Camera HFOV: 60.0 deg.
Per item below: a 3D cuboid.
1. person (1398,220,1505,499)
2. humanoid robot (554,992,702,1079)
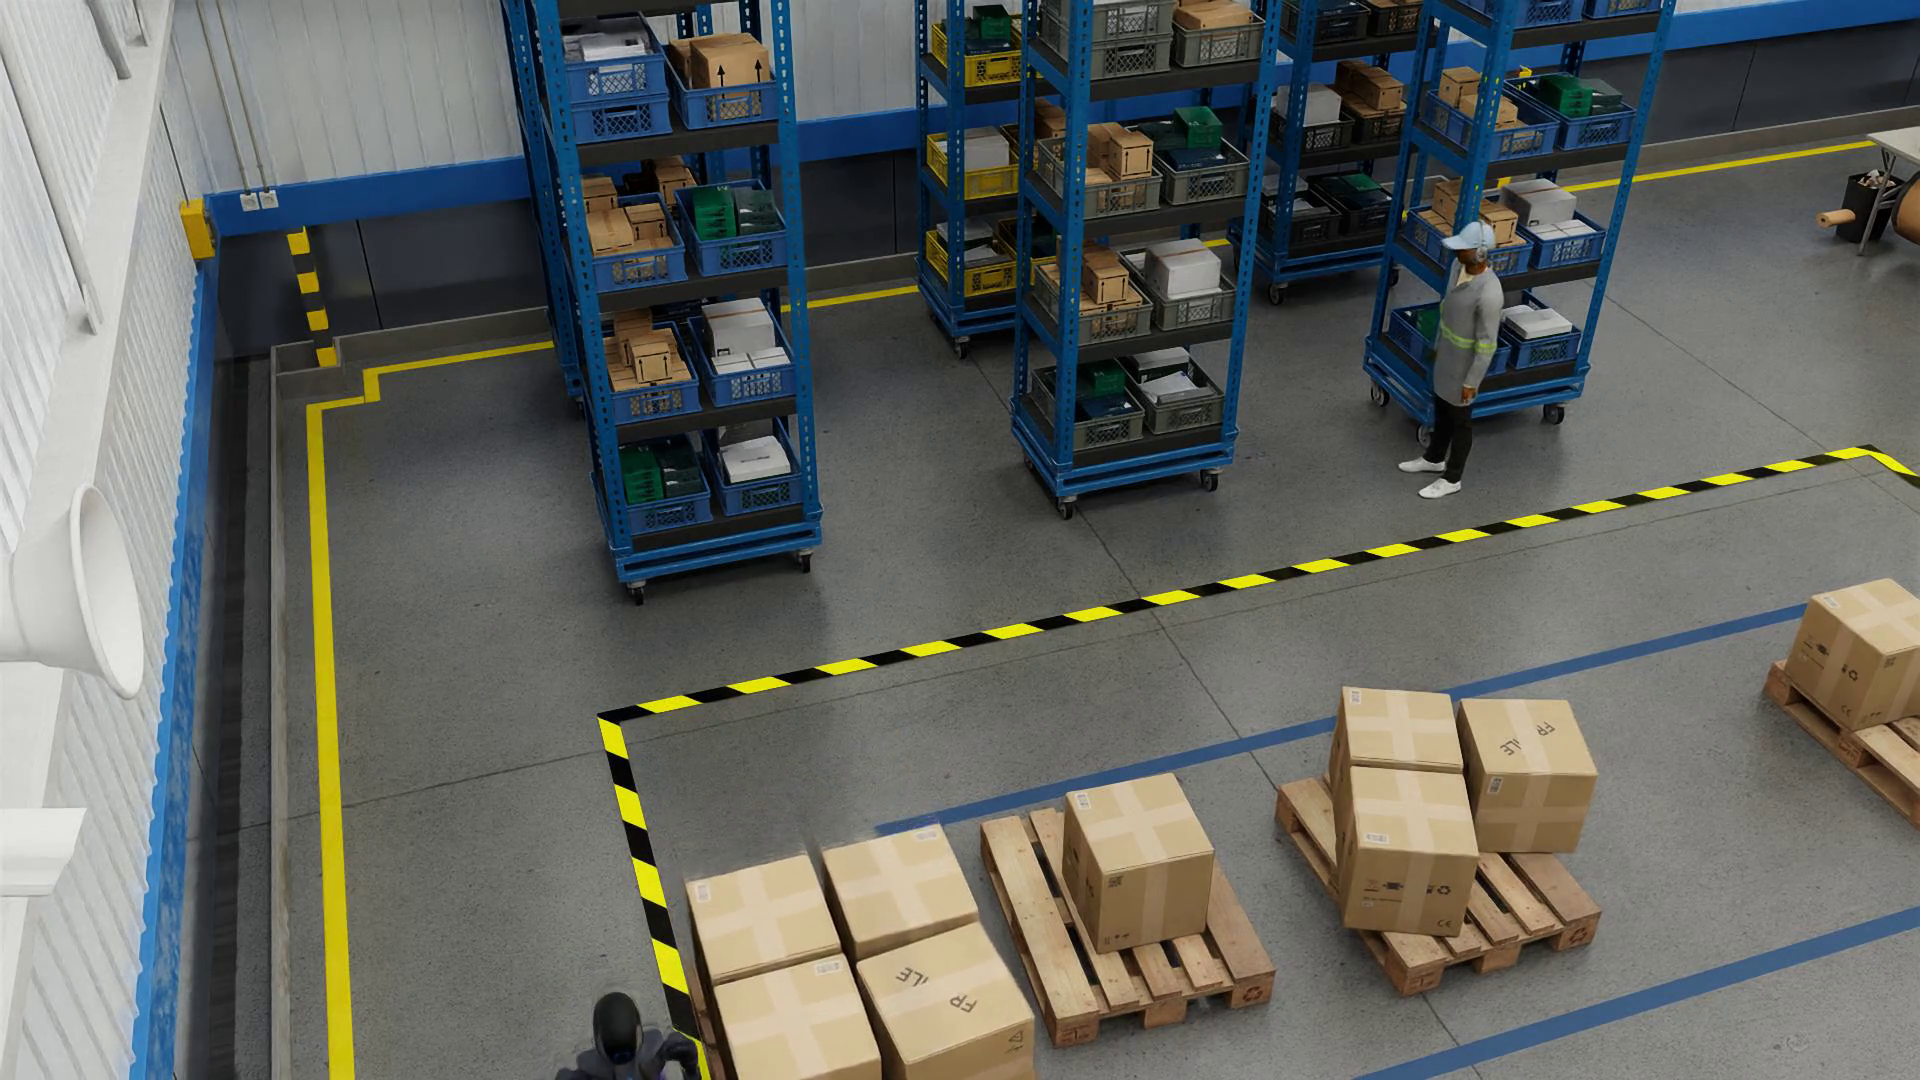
[{"bbox_3d":[3.050,-1.108,10.254,0.396,1.850,0.588,-4,35,-6],"label":"person"},{"bbox_3d":[-1.150,2.138,5.819,0.608,1.636,0.626,-16,38,-21],"label":"humanoid robot"}]
